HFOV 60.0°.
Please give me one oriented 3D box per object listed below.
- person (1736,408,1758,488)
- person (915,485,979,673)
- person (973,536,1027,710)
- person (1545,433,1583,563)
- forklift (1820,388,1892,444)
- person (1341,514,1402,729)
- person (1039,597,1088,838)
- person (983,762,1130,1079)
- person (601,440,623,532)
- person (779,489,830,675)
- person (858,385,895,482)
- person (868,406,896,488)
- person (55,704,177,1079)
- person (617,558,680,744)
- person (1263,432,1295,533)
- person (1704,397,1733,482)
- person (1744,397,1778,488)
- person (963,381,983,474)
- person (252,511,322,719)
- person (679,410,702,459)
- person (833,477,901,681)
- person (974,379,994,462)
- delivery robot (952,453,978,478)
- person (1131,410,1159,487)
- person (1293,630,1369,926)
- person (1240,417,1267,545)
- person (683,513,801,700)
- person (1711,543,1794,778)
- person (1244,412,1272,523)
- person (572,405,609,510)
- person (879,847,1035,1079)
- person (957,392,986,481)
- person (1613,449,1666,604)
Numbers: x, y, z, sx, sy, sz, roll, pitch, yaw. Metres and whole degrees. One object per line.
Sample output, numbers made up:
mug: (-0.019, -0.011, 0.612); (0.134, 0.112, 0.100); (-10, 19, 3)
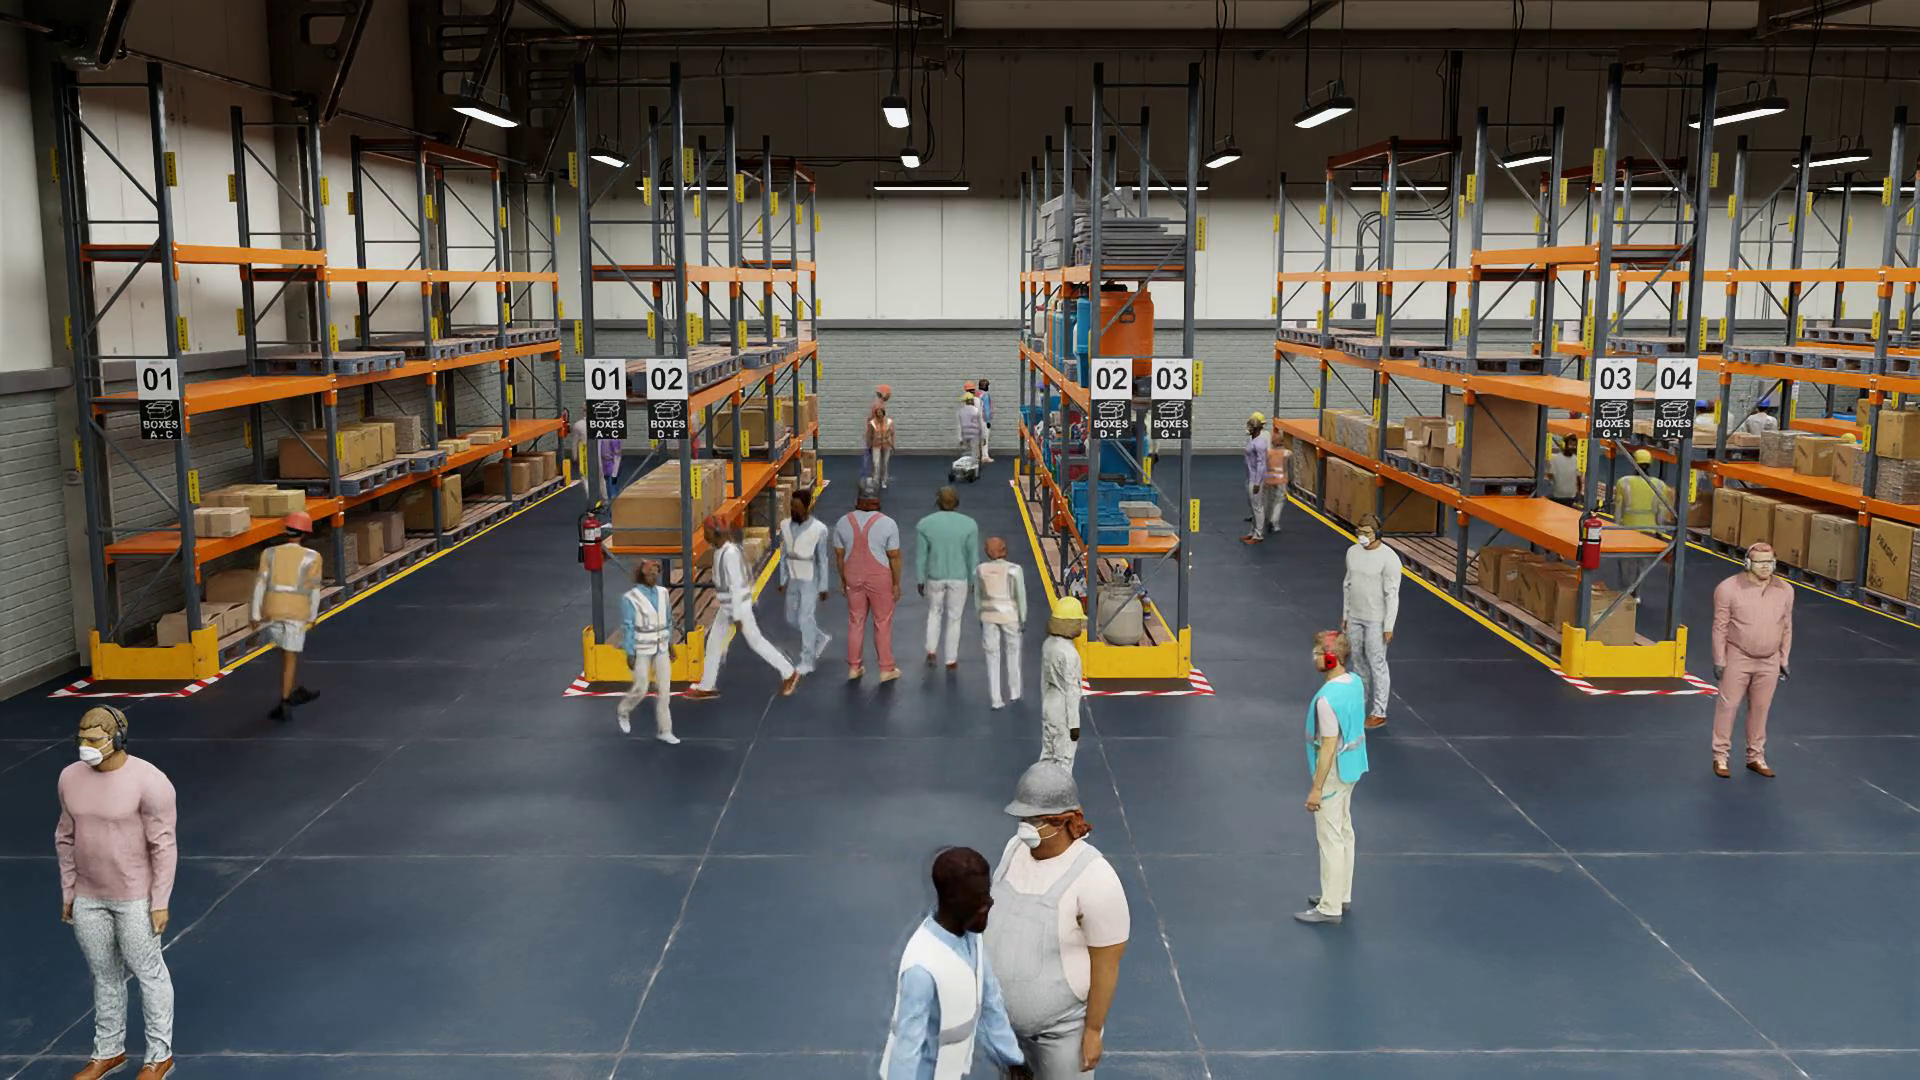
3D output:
person: (14.715, -1.638, 30.988); (0.498, 1.633, 0.285); (3, 9, 16)
person: (-0.118, 0.394, 16.988); (0.629, 1.921, 0.487); (2, 9, 10)
person: (0.381, 0.762, 15.638); (0.536, 1.597, 0.692); (2, 9, 14)
person: (8.565, -0.602, 23.636); (0.538, 1.846, 0.440); (1, 9, 6)
forklift: (20.072, -3.110, 36.462); (1.873, 2.768, 1.129); (0, 9, 0)
person: (3.662, 0.718, 14.889); (0.374, 1.933, 0.625); (-5, 10, -30)
person: (0.750, 1.266, 11.962); (0.325, 1.740, 0.493); (-3, 9, -20)
person: (0.326, 1.909, 6.862); (0.536, 2.000, 0.674); (-7, 11, -39)
person: (-5.588, -1.099, 26.577); (0.387, 1.927, 0.589); (-4, 10, -26)
person: (-1.540, 0.407, 16.958); (0.608, 1.903, 0.569); (7, 11, 39)
person: (-1.701, -2.110, 33.057); (0.730, 1.955, 0.632); (1, 9, 5)
person: (-1.490, -1.747, 31.791); (0.524, 1.596, 0.828); (-1, 9, -9)
person: (-4.149, 1.754, 8.188); (0.631, 1.940, 0.372); (2, 9, 11)
person: (-2.705, 0.953, 14.359); (0.602, 1.620, 0.529); (7, 11, 37)
person: (4.987, -0.892, 26.266); (0.543, 1.607, 0.724); (4, 10, 26)
person: (15.070, -2.009, 33.168); (0.574, 1.701, 0.788); (4, 10, 24)
person: (14.275, -1.588, 29.665); (0.395, 1.946, 0.609); (-7, 11, -38)
person: (0.228, -2.302, 34.310); (0.375, 1.930, 0.542); (8, 12, 42)
person: (-6.186, 0.685, 15.334); (0.563, 1.877, 0.837); (0, 9, 2)
person: (-5.473, -2.184, 33.604); (0.630, 1.931, 0.863); (-6, 11, -36)
person: (-0.880, 0.385, 16.665); (0.688, 2.000, 0.539); (3, 9, 20)
person: (0.516, -2.637, 36.763); (0.429, 1.840, 0.624); (-5, 10, -28)
delivery robot: (0.110, -1.489, 33.187); (0.477, 0.478, 0.707); (3, 9, 20)
person: (3.234, -1.568, 29.572); (0.649, 1.937, 1.046); (-1, 9, -3)
person: (2.320, 1.468, 10.316); (0.390, 1.849, 0.565); (5, 10, 29)
person: (4.464, -0.890, 25.195); (0.356, 1.938, 0.638); (0, 9, 1)
person: (-2.069, 0.627, 15.891); (1.095, 1.818, 0.603); (-3, 9, -21)
person: (6.373, 0.965, 13.367); (0.642, 1.910, 0.401); (0, 9, 0)
person: (4.908, -1.195, 27.492); (0.403, 1.835, 0.586); (7, 11, 37)
person: (-6.362, -1.423, 28.856); (0.715, 1.877, 0.548); (-5, 10, -29)
person: (0.031, 2.073, 6.338); (0.894, 1.880, 0.613); (2, 9, 13)
person: (0.194, -2.046, 33.097); (0.624, 1.796, 0.628); (7, 11, 37)
person: (8.420, -0.180, 20.701); (0.613, 1.907, 0.650); (2, 9, 12)
